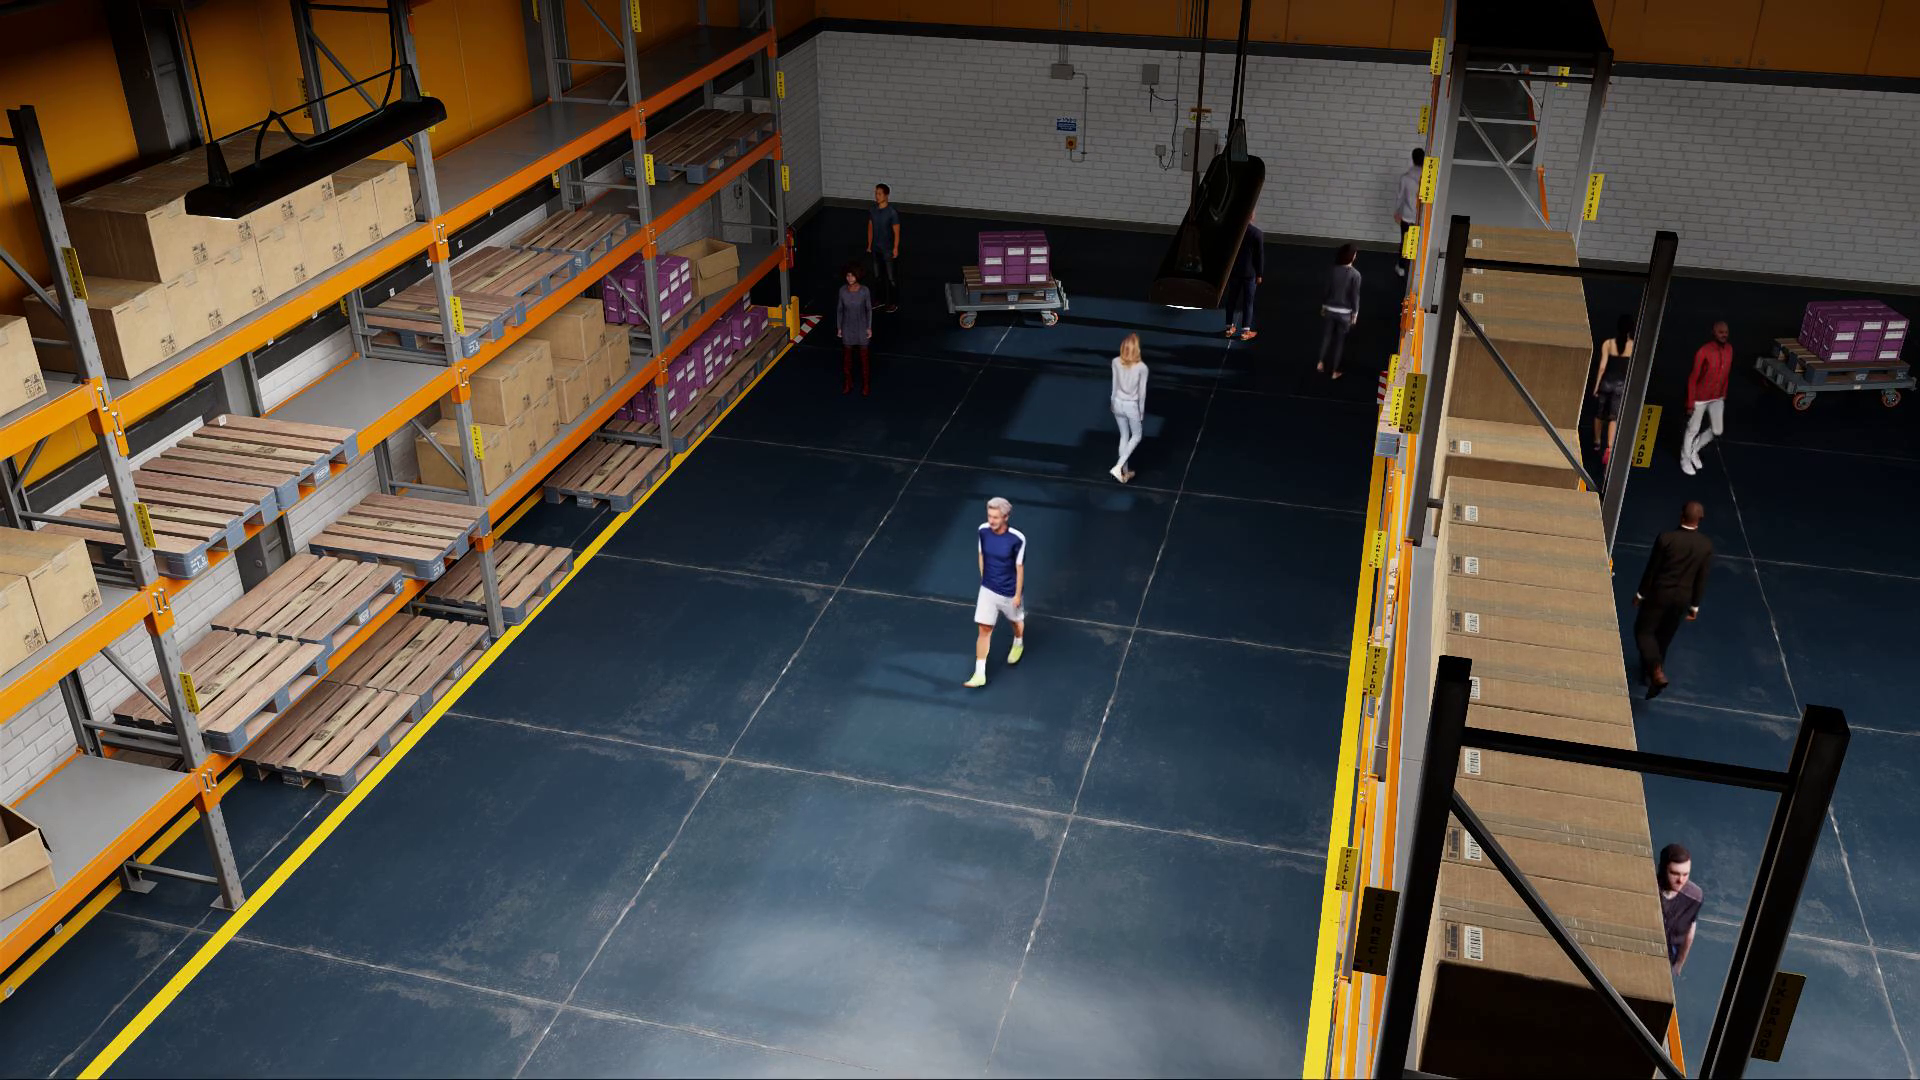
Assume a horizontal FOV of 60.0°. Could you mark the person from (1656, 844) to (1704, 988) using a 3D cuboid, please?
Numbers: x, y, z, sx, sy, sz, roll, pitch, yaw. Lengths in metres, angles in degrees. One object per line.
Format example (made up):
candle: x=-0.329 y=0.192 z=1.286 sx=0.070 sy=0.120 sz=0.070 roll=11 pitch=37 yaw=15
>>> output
person: x=4.383 y=2.674 z=10.768 sx=0.794 sy=1.818 sz=1.186 roll=4 pitch=29 yaw=7

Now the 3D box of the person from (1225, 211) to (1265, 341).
person: x=3.785 y=-3.580 z=22.234 sx=0.771 sy=1.818 sz=0.734 roll=19 pitch=34 yaw=31

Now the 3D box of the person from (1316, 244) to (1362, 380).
person: x=4.742 y=-2.851 z=20.963 sx=0.764 sy=1.755 sz=0.820 roll=22 pitch=35 yaw=34

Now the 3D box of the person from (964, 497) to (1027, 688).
person: x=0.422 y=0.407 z=14.952 sx=0.795 sy=1.791 sz=1.207 roll=13 pitch=31 yaw=22

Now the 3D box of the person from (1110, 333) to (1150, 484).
person: x=1.799 y=-1.400 z=18.276 sx=0.734 sy=1.781 sz=0.900 roll=17 pitch=33 yaw=28

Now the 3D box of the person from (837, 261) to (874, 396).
person: x=-1.291 y=-2.619 z=20.587 sx=0.608 sy=1.709 sz=0.529 roll=5 pitch=29 yaw=9

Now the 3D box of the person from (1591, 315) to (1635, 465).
person: x=7.420 y=-1.687 z=18.886 sx=0.584 sy=1.701 sz=1.052 roll=8 pitch=30 yaw=15

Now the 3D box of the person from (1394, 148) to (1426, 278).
person: x=6.645 y=-4.742 z=24.258 sx=0.789 sy=1.920 sz=0.841 roll=3 pitch=29 yaw=6

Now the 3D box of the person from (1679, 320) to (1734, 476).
person: x=8.330 y=-1.648 z=18.698 sx=0.825 sy=1.812 sz=0.844 roll=-6 pitch=29 yaw=-12

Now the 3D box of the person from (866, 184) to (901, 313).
person: x=-1.049 y=-4.073 z=23.148 sx=0.717 sy=1.809 sz=0.646 roll=17 pitch=33 yaw=28

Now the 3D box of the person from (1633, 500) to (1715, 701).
person: x=6.221 y=0.554 z=14.588 sx=0.808 sy=1.882 sz=1.115 roll=3 pitch=29 yaw=6
